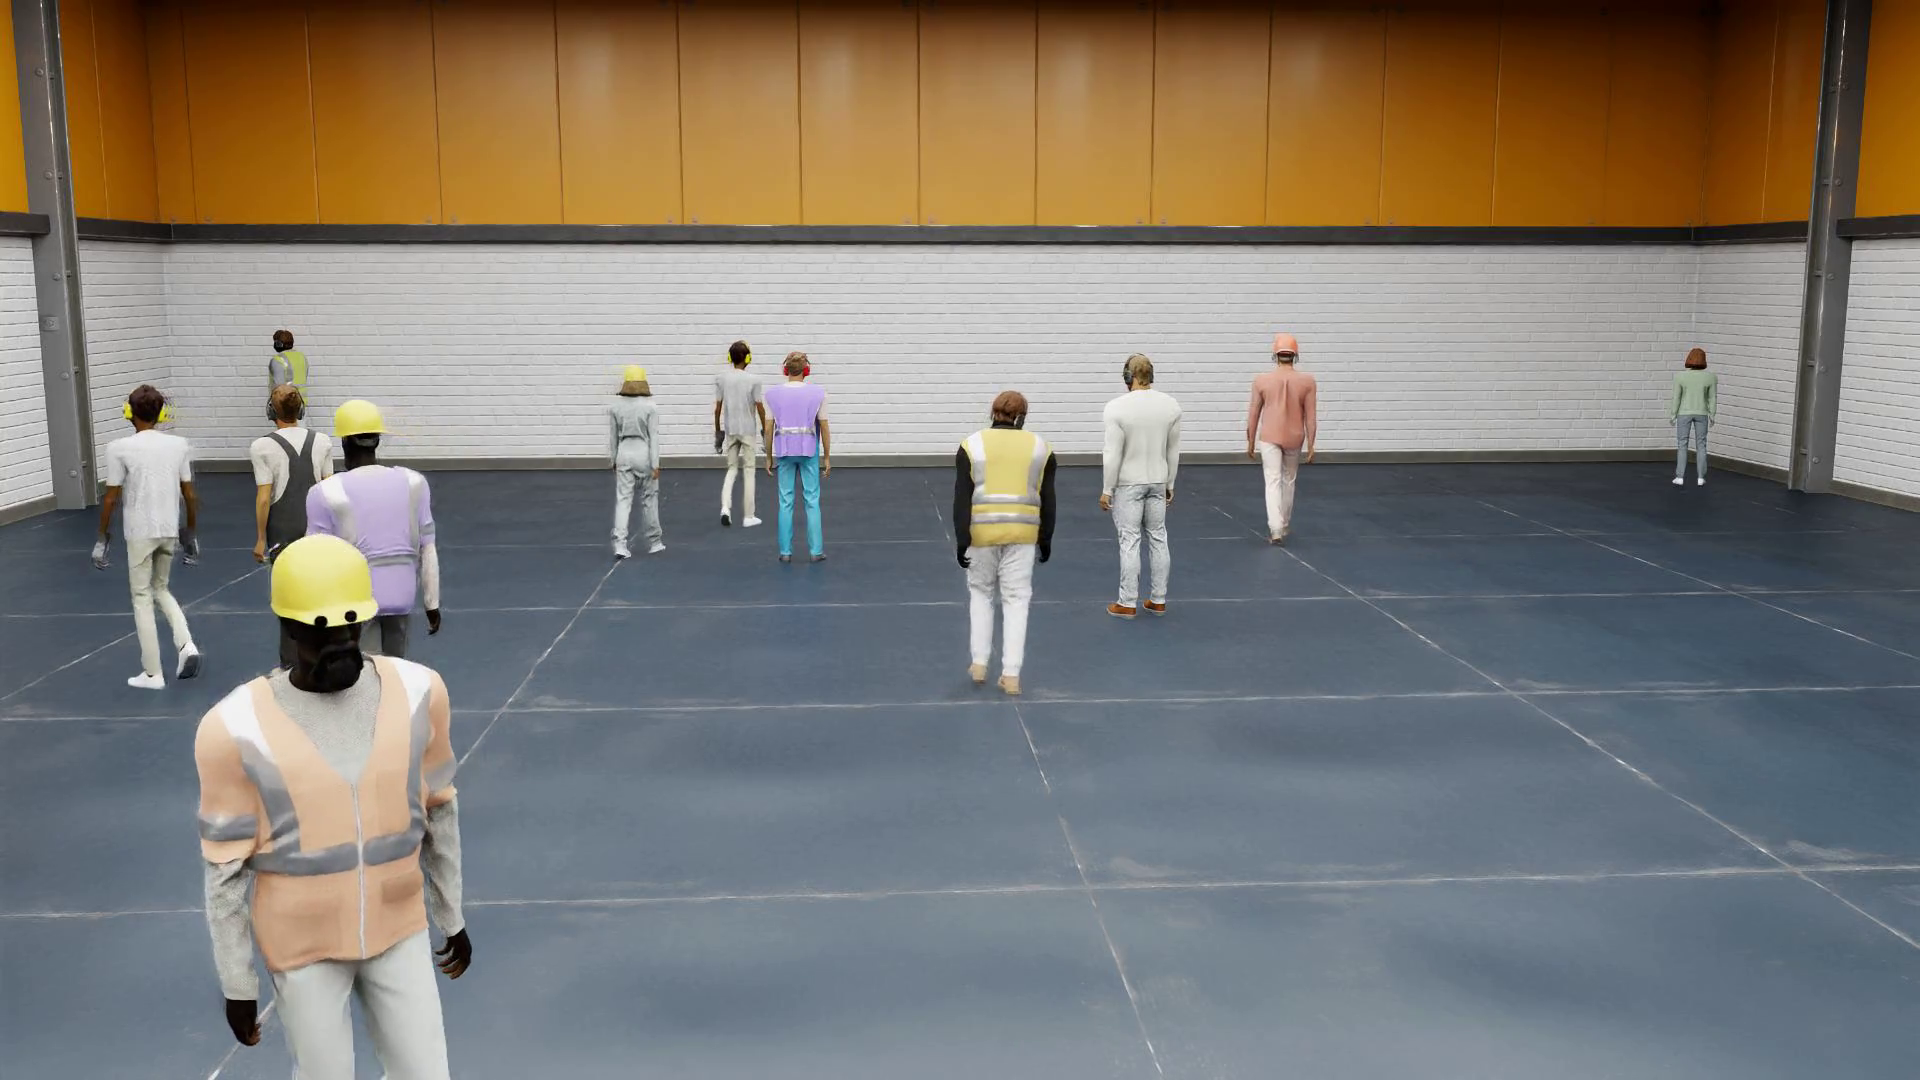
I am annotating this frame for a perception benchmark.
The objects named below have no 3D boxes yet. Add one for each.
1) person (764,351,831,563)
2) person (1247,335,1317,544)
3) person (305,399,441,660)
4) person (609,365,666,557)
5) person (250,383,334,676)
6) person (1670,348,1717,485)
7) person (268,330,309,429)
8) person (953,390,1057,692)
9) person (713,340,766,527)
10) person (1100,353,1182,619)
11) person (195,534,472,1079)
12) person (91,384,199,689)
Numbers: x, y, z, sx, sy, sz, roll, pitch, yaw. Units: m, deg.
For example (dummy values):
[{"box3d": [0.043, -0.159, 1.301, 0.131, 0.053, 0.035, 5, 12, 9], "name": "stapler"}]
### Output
[{"box3d": [-1.411, -0.710, 14.441, 0.572, 1.839, 0.373, 0, 9, 0], "name": "person"}, {"box3d": [3.022, -0.952, 15.639, 0.626, 1.950, 1.004, 1, 9, 6], "name": "person"}, {"box3d": [-2.810, 0.287, 7.941, 0.613, 1.911, 0.414, -9, 13, -44], "name": "person"}, {"box3d": [-2.895, -0.686, 14.803, 0.500, 1.731, 0.786, 2, 9, 11], "name": "person"}, {"box3d": [-4.079, -0.039, 10.211, 0.343, 1.847, 0.506, 9, 13, 44], "name": "person"}, {"box3d": [8.748, -1.468, 19.852, 0.507, 1.631, 0.266, 2, 9, 15], "name": "person"}, {"box3d": [-8.147, -1.622, 20.163, 0.430, 1.845, 0.619, 2, 9, 11], "name": "person"}, {"box3d": [0.273, 0.001, 10.100, 0.645, 1.801, 0.689, -1, 9, -4], "name": "person"}, {"box3d": [-2.172, -1.043, 16.479, 0.571, 1.868, 0.443, 3, 9, 18], "name": "person"}, {"box3d": [1.304, -0.387, 12.116, 0.627, 1.938, 0.372, -4, 10, -24], "name": "person"}, {"box3d": [-1.475, 0.920, 3.970, 0.613, 1.914, 0.487, -7, 12, -38], "name": "person"}, {"box3d": [-4.902, -0.005, 10.023, 0.430, 1.846, 0.570, 6, 11, 31], "name": "person"}]
